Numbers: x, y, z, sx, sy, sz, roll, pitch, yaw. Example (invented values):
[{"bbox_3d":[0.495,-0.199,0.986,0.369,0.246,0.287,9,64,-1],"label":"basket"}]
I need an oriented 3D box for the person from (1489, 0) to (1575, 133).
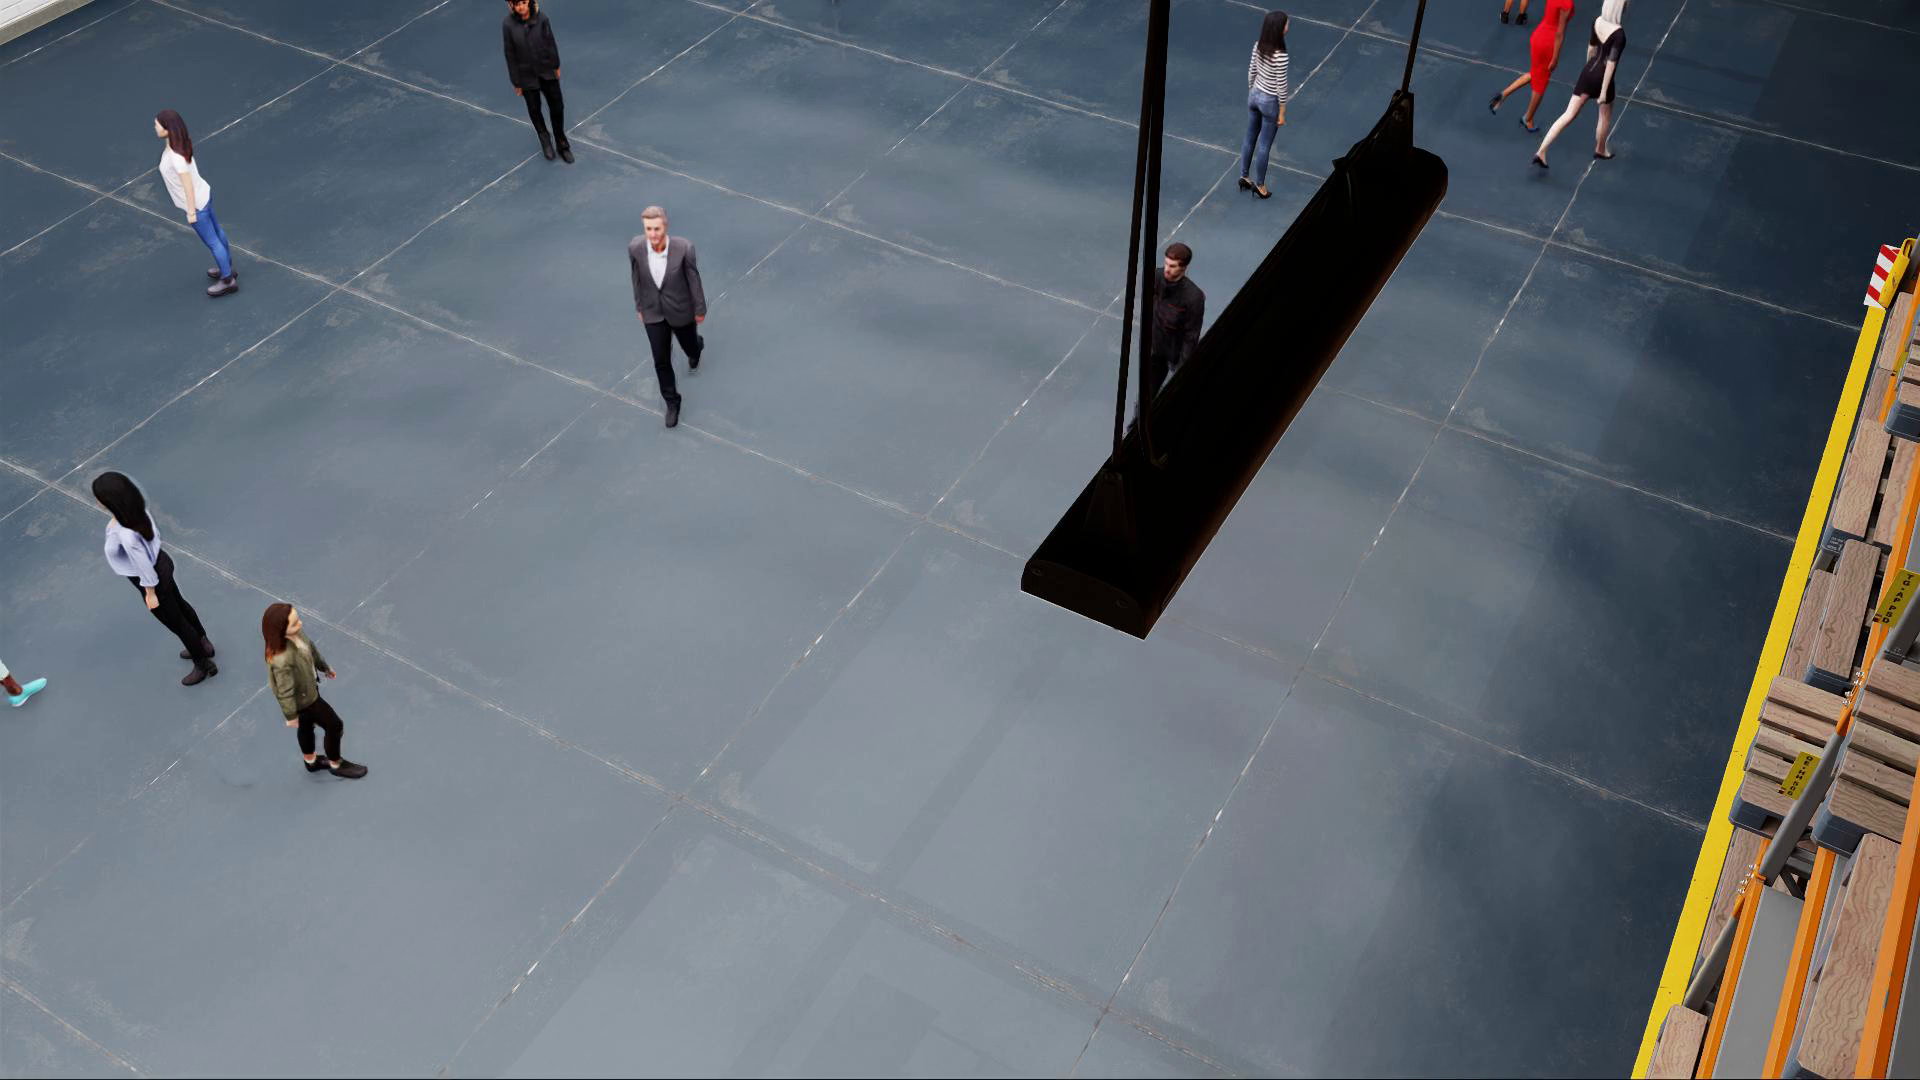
[{"bbox_3d":[5.510,-4.696,15.900,0.901,1.729,0.884,-2,44,-2],"label":"person"}]

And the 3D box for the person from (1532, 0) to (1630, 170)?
[{"bbox_3d":[5.767,-4.190,15.329,1.224,1.785,1.036,-18,46,-18],"label":"person"}]

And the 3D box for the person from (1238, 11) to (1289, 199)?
[{"bbox_3d":[2.756,-3.927,15.044,0.622,1.797,0.641,-25,49,-24],"label":"person"}]

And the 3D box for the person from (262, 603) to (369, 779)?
[{"bbox_3d":[-4.102,0.936,10.181,0.789,1.463,0.728,-11,45,-11],"label":"person"}]

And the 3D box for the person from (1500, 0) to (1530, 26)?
[{"bbox_3d":[6.029,-6.124,17.738,0.524,1.261,0.541,14,45,14],"label":"person"}]

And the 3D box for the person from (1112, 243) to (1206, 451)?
[{"bbox_3d":[1.648,-1.474,12.467,1.225,1.800,0.941,-34,53,-30],"label":"person"}]

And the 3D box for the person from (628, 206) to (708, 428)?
[{"bbox_3d":[-2.228,-1.810,12.806,1.049,1.817,1.220,0,44,0],"label":"person"}]

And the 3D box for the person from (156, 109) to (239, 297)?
[{"bbox_3d":[-6.410,-2.840,13.984,0.729,1.685,0.672,-11,45,-11],"label":"person"}]

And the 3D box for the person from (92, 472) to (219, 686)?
[{"bbox_3d":[-5.177,0.246,10.703,0.768,1.743,0.730,-14,45,-14],"label":"person"}]

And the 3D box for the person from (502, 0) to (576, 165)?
[{"bbox_3d":[-4.000,-4.429,15.598,0.824,1.760,0.886,-16,46,-16],"label":"person"}]
